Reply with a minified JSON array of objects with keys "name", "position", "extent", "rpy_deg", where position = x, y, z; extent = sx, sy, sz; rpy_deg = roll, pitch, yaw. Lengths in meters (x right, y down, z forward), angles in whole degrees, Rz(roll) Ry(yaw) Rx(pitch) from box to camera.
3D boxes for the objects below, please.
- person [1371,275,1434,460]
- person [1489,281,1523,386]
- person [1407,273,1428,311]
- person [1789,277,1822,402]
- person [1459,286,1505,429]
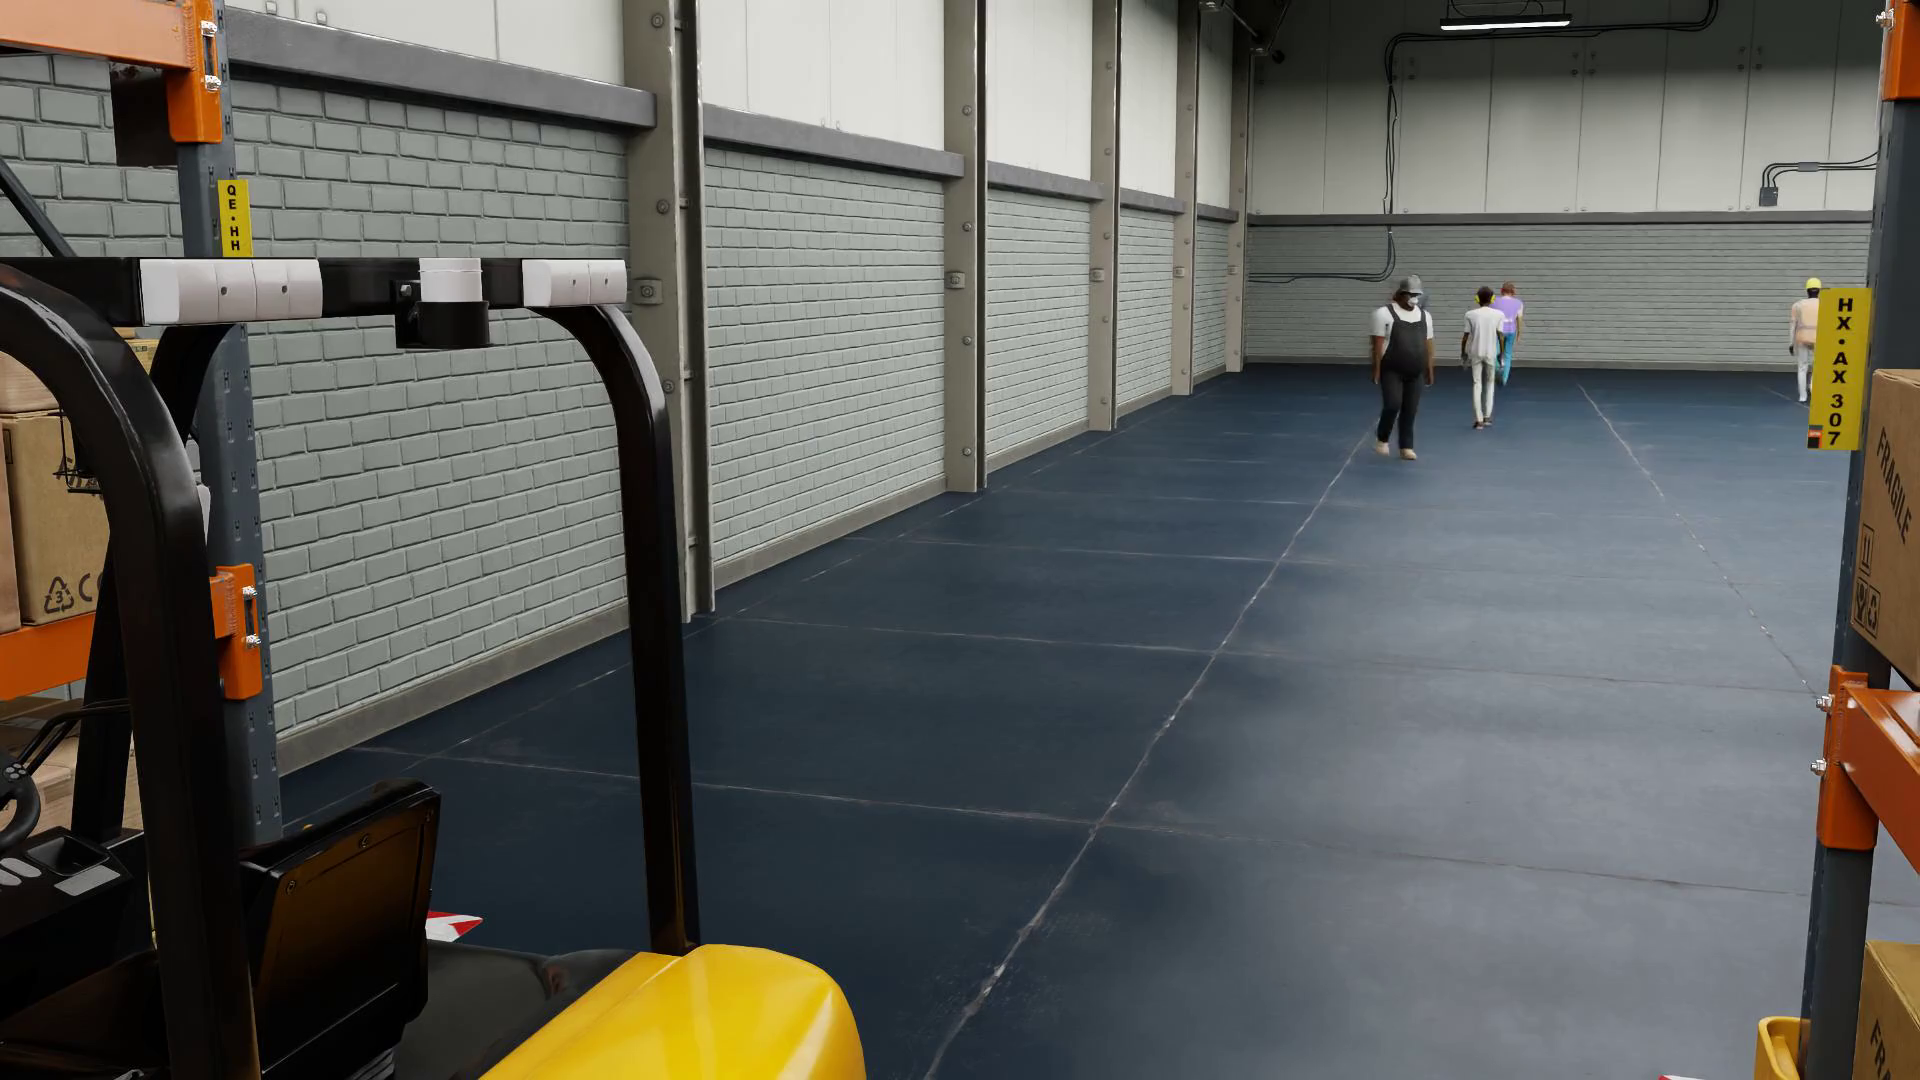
[{"name":"person","position":[4.869,-1.888,18.185],"extent":[0.706,2.000,0.536],"rpy_deg":[-2,10,-13]},{"name":"person","position":[9.457,-3.575,28.865],"extent":[0.579,1.824,0.586],"rpy_deg":[1,10,8]},{"name":"person","position":[8.612,-4.119,31.791],"extent":[0.628,1.935,0.373],"rpy_deg":[-1,10,-6]},{"name":"person","position":[13.023,-3.054,25.470],"extent":[0.608,1.915,0.447],"rpy_deg":[6,11,32]},{"name":"person","position":[6.823,-2.388,21.755],"extent":[0.549,1.837,0.825],"rpy_deg":[2,10,14]}]
